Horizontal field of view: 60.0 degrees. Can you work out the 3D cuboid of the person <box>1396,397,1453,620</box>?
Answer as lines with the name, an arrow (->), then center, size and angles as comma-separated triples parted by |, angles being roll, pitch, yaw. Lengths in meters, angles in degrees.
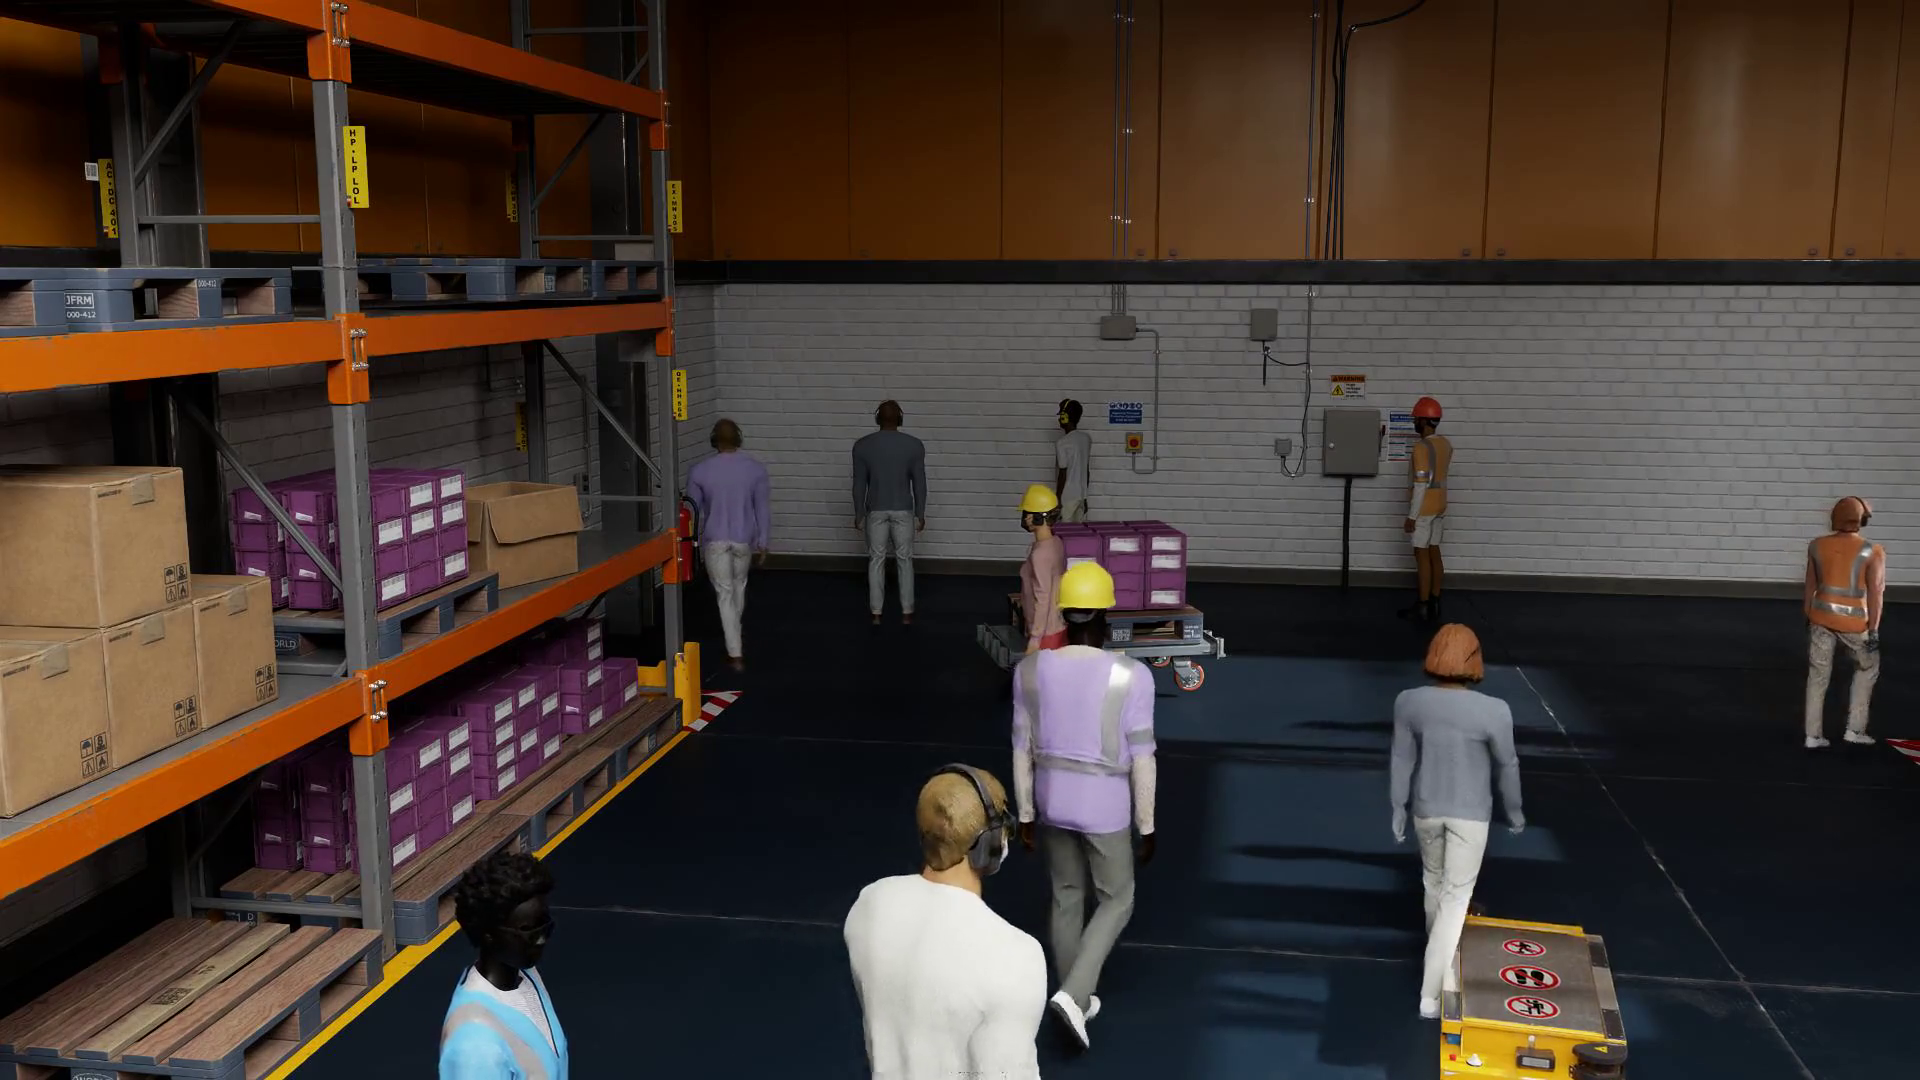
person -> 4.045, -0.274, 14.500 | 0.361, 1.939, 0.542 | 8, 12, 41

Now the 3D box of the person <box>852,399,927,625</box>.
person -> -0.603, -0.236, 14.265 | 0.635, 1.937, 0.353 | 0, 9, 0

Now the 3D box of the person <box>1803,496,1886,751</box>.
person -> 5.612, 0.529, 10.517 | 0.606, 1.615, 0.553 | -6, 11, -31

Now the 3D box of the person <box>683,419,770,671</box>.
person -> -1.822, 0.010, 12.879 | 0.649, 1.886, 1.001 | -4, 10, -21

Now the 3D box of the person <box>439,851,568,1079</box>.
person -> -1.075, 1.556, 3.950 | 0.317, 1.697, 0.540 | -1, 9, -7

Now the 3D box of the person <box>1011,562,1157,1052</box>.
person -> 0.457, 1.044, 6.442 | 0.603, 1.913, 0.587 | 5, 10, 27

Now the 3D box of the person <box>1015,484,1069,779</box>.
person -> 0.485, 0.547, 9.968 | 0.321, 1.769, 0.523 | 2, 9, 13

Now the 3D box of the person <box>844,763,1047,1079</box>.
person -> 0.059, 1.448, 3.991 | 0.916, 1.900, 0.656 | -9, 13, -43

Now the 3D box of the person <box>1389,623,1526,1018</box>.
person -> 2.057, 1.128, 6.912 | 0.503, 1.598, 0.739 | 8, 12, 40

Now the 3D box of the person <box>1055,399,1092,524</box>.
person -> 1.002, -0.355, 15.228 | 0.329, 1.868, 0.507 | 7, 12, 37

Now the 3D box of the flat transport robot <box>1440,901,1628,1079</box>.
flat transport robot -> 2.280, 1.820, 6.713 | 0.652, 0.197, 1.431 | 3, 10, 16
